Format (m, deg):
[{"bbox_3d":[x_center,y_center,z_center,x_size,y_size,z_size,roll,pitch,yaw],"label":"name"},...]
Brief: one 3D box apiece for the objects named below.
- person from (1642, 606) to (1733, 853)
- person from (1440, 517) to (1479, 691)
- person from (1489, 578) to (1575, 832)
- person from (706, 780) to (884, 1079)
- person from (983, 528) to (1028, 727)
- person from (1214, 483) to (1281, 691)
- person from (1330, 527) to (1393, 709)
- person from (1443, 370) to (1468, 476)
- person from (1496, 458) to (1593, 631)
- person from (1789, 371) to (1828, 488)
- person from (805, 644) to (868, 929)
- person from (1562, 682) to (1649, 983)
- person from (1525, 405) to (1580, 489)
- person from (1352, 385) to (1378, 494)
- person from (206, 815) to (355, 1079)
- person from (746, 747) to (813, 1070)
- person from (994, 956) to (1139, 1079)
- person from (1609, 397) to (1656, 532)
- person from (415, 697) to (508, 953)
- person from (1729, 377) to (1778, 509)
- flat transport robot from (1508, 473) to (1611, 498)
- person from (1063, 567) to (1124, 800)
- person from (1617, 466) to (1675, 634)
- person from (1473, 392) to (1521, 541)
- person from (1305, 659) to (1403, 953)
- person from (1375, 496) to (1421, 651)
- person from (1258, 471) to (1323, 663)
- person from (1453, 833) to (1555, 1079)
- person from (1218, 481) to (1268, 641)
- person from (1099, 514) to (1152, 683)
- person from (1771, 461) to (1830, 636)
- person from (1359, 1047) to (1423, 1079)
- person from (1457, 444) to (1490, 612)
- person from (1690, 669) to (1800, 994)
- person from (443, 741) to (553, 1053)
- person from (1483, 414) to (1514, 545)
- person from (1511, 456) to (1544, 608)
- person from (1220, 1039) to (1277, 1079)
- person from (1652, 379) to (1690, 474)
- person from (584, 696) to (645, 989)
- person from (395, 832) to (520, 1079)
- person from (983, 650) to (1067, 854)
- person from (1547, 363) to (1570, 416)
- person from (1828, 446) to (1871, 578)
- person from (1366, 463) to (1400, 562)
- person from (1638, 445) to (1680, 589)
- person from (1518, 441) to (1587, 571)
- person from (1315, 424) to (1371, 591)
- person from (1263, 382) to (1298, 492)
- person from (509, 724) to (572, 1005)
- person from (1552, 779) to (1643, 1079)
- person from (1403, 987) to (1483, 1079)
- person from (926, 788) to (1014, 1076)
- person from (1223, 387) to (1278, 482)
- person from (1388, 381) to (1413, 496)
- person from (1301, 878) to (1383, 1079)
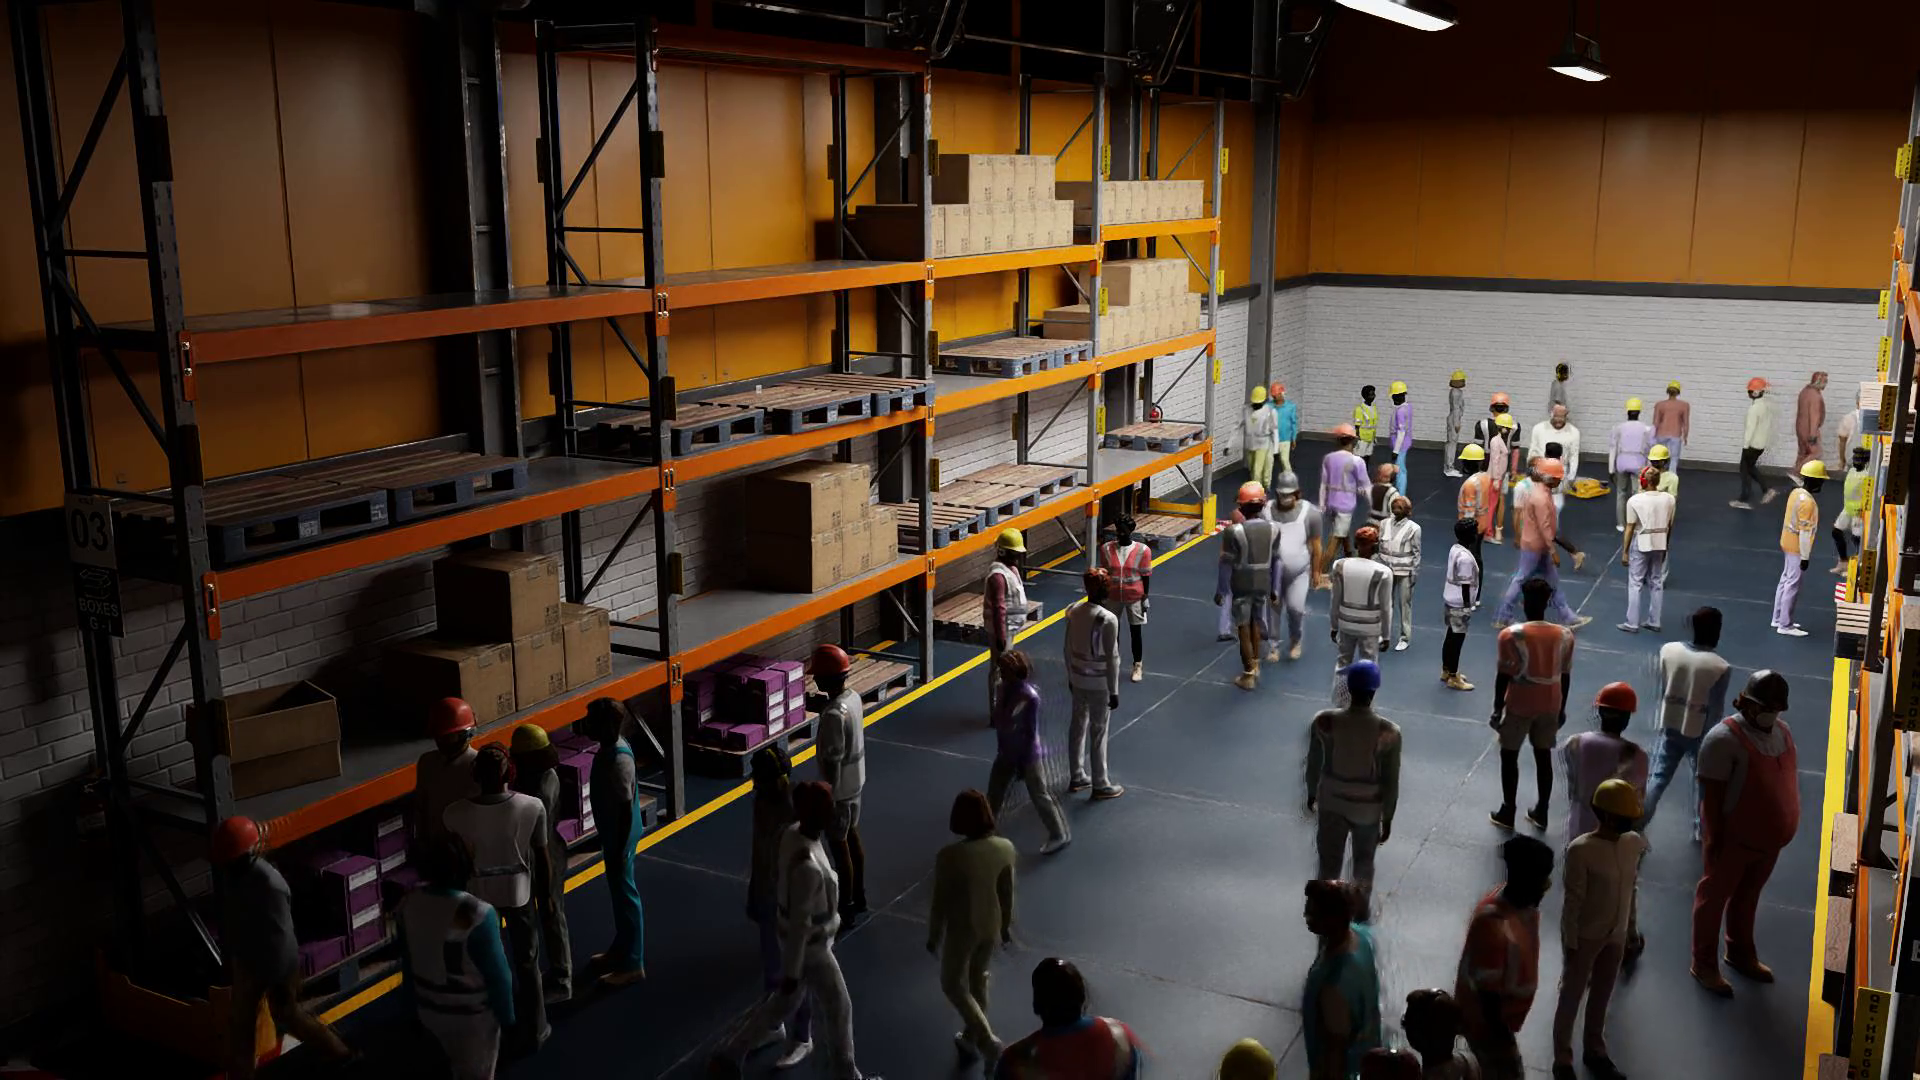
[{"bbox_3d":[5.354,1.397,12.266,0.993,1.874,0.591,-8,15,-33],"label":"person"},{"bbox_3d":[4.872,0.606,16.169,0.315,1.697,0.541,1,13,4],"label":"person"},{"bbox_3d":[4.361,1.255,12.738,0.626,1.942,0.444,-2,13,-10],"label":"person"},{"bbox_3d":[-0.895,2.158,8.896,0.906,1.856,0.575,-4,13,-15],"label":"person"},{"bbox_3d":[0.415,0.786,15.085,0.404,1.823,0.592,2,13,10],"label":"person"},{"bbox_3d":[2.766,0.447,16.168,0.607,2.025,0.610,-5,14,-23],"label":"person"},{"bbox_3d":[3.581,0.803,14.896,0.575,1.876,0.343,9,16,35],"label":"person"},{"bbox_3d":[8.172,-1.928,27.408,0.289,1.746,0.487,2,13,10],"label":"person"},{"bbox_3d":[6.347,0.075,17.994,1.007,1.935,0.620,7,14,27],"label":"person"},{"bbox_3d":[13.365,-1.725,26.159,0.394,1.896,0.712,2,13,9],"label":"person"},{"bbox_3d":[-0.829,1.629,11.077,0.385,1.929,0.546,3,13,11],"label":"person"},{"bbox_3d":[4.042,1.808,10.372,0.565,1.881,0.914,12,17,43],"label":"person"},{"bbox_3d":[7.990,-0.883,22.456,0.657,1.863,0.909,4,13,16],"label":"person"},{"bbox_3d":[6.317,-1.574,25.931,0.533,1.697,0.322,-10,16,-39],"label":"person"},{"bbox_3d":[-3.696,2.223,8.924,0.598,1.708,0.772,10,16,39],"label":"person"},{"bbox_3d":[-1.024,2.046,9.349,0.518,1.865,0.326,11,17,42],"label":"person"},{"bbox_3d":[0.383,2.591,6.995,0.656,1.823,0.600,-6,14,-24],"label":"person"},{"bbox_3d":[9.247,-1.016,22.946,0.594,1.911,0.681,5,14,22],"label":"person"},{"bbox_3d":[-2.936,1.878,9.802,0.609,1.996,0.383,4,13,17],"label":"person"},{"bbox_3d":[11.808,-1.427,24.643,0.633,1.973,0.515,-11,17,-41],"label":"person"},{"bbox_3d":[9.374,-0.890,26.092,0.652,0.197,1.431,-11,17,-41],"label":"flat transport robot"},{"bbox_3d":[1.065,1.144,13.347,0.359,1.882,0.575,-10,16,-37],"label":"person"},{"bbox_3d":[7.464,0.116,18.060,0.562,1.835,0.384,-3,13,-14],"label":"person"},{"bbox_3d":[7.261,-0.989,22.581,0.611,2.030,0.409,2,13,9],"label":"person"},{"bbox_3d":[2.523,1.709,10.763,0.604,1.909,0.969,4,13,19],"label":"person"},{"bbox_3d":[4.595,0.337,17.491,0.305,1.645,0.522,-11,17,-40],"label":"person"},{"bbox_3d":[3.291,0.269,16.902,0.713,2.000,0.541,5,14,22],"label":"person"},{"bbox_3d":[2.615,2.296,8.063,0.500,1.930,0.640,8,15,33],"label":"person"},{"bbox_3d":[3.109,0.226,17.789,0.766,1.737,0.529,-7,14,-27],"label":"person"},{"bbox_3d":[1.617,0.564,16.379,0.536,1.693,0.319,4,13,19],"label":"person"},{"bbox_3d":[9.124,0.082,18.035,0.407,1.917,0.583,3,13,14],"label":"person"},{"bbox_3d":[1.553,2.747,6.124,0.401,1.904,0.641,-2,13,-9],"label":"person"},{"bbox_3d":[5.823,-0.139,18.984,0.374,1.928,0.584,8,15,32],"label":"person"},{"bbox_3d":[4.865,1.763,10.214,0.676,2.000,0.536,-6,14,-25],"label":"person"},{"bbox_3d":[-2.593,2.043,9.402,0.567,1.846,0.389,-3,13,-12],"label":"person"},{"bbox_3d":[7.265,-0.830,22.455,0.316,1.765,0.523,5,14,23],"label":"person"},{"bbox_3d":[6.504,-0.090,19.027,0.552,1.818,0.486,-6,14,-24],"label":"person"},{"bbox_3d":[1.083,2.752,6.368,0.594,1.772,0.968,6,14,24],"label":"person"},{"bbox_3d":[11.128,-1.642,26.102,0.537,1.746,0.541,6,14,24],"label":"person"},{"bbox_3d":[-2.136,1.848,10.274,0.345,1.847,0.506,-4,13,-18],"label":"person"},{"bbox_3d":[-2.509,2.334,8.168,0.624,1.819,0.816,8,15,33],"label":"person"},{"bbox_3d":[0.430,1.565,12.115,0.855,1.595,0.512,-9,15,-34],"label":"person"},{"bbox_3d":[9.927,-2.022,27.684,0.315,1.853,0.552,3,13,14],"label":"person"},{"bbox_3d":[10.960,-0.334,20.397,0.495,1.677,0.556,1,13,2],"label":"person"},{"bbox_3d":[4.962,-0.098,19.480,0.362,1.621,0.507,-7,14,-27],"label":"person"},{"bbox_3d":[8.346,-0.275,19.979,0.334,1.760,0.525,-8,15,-32],"label":"person"},{"bbox_3d":[7.470,-0.406,20.796,0.766,1.659,0.535,7,14,29],"label":"person"},{"bbox_3d":[4.682,-0.392,19.993,1.052,1.981,0.637,-7,14,-28],"label":"person"},{"bbox_3d":[4.973,-1.600,25.981,0.584,1.727,0.357,5,13,20],"label":"person"},{"bbox_3d":[-2.548,1.947,10.099,0.322,1.729,0.488,-4,13,-17],"label":"person"},{"bbox_3d":[3.515,2.147,9.113,0.524,1.771,0.312,-6,14,-24],"label":"person"},{"bbox_3d":[1.837,2.653,6.687,0.405,1.841,0.528,11,17,40],"label":"person"},{"bbox_3d":[0.100,2.191,9.248,0.523,1.613,0.577,-7,15,-30],"label":"person"},{"bbox_3d":[4.310,-1.364,24.630,0.751,1.850,0.916,10,16,37],"label":"person"},{"bbox_3d":[6.486,-1.392,24.617,0.381,1.918,0.585,5,14,21],"label":"person"},{"bbox_3d":[1.809,2.434,7.694,0.617,1.825,0.580,6,14,25],"label":"person"}]
